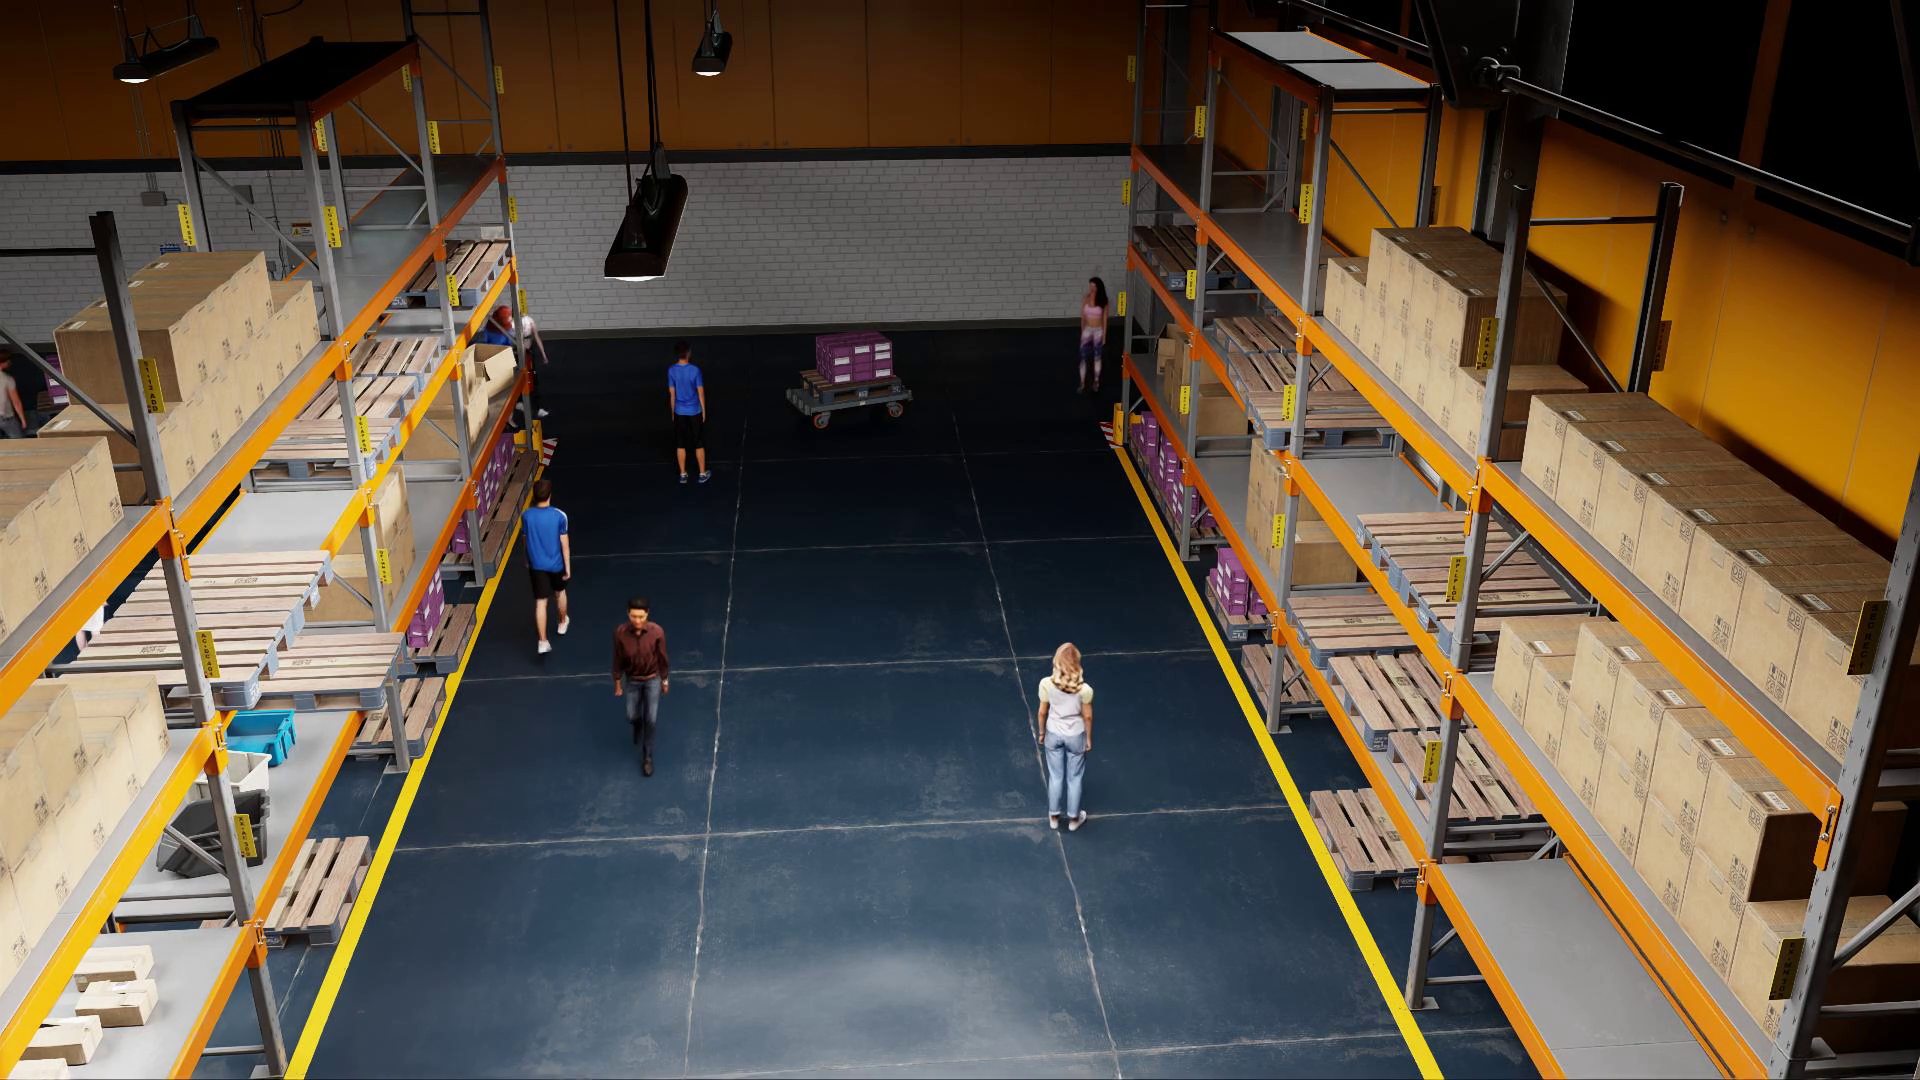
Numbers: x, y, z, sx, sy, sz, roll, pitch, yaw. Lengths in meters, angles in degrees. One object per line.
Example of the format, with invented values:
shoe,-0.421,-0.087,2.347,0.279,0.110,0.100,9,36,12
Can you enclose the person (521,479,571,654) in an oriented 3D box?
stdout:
person,-4.264,0.289,17.062,0.690,1.832,1.221,-4,24,-8

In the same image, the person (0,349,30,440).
person,-12.291,-1.525,21.196,0.829,1.845,0.533,-7,25,-15

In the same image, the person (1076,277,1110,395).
person,2.030,-3.079,24.867,0.731,1.753,0.866,7,24,15

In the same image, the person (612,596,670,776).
person,-2.857,1.230,15.010,0.693,1.752,0.884,-3,24,-6

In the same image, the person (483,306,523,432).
person,-6.498,-2.392,23.248,0.749,1.789,0.662,-1,24,-3

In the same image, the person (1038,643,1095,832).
person,0.892,1.665,14.051,0.691,1.723,0.647,5,24,12

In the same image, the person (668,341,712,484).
person,-3.515,-1.642,21.438,0.629,1.866,0.597,1,24,1

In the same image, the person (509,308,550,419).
person,-6.308,-2.611,23.850,1.141,1.709,1.086,18,29,36
